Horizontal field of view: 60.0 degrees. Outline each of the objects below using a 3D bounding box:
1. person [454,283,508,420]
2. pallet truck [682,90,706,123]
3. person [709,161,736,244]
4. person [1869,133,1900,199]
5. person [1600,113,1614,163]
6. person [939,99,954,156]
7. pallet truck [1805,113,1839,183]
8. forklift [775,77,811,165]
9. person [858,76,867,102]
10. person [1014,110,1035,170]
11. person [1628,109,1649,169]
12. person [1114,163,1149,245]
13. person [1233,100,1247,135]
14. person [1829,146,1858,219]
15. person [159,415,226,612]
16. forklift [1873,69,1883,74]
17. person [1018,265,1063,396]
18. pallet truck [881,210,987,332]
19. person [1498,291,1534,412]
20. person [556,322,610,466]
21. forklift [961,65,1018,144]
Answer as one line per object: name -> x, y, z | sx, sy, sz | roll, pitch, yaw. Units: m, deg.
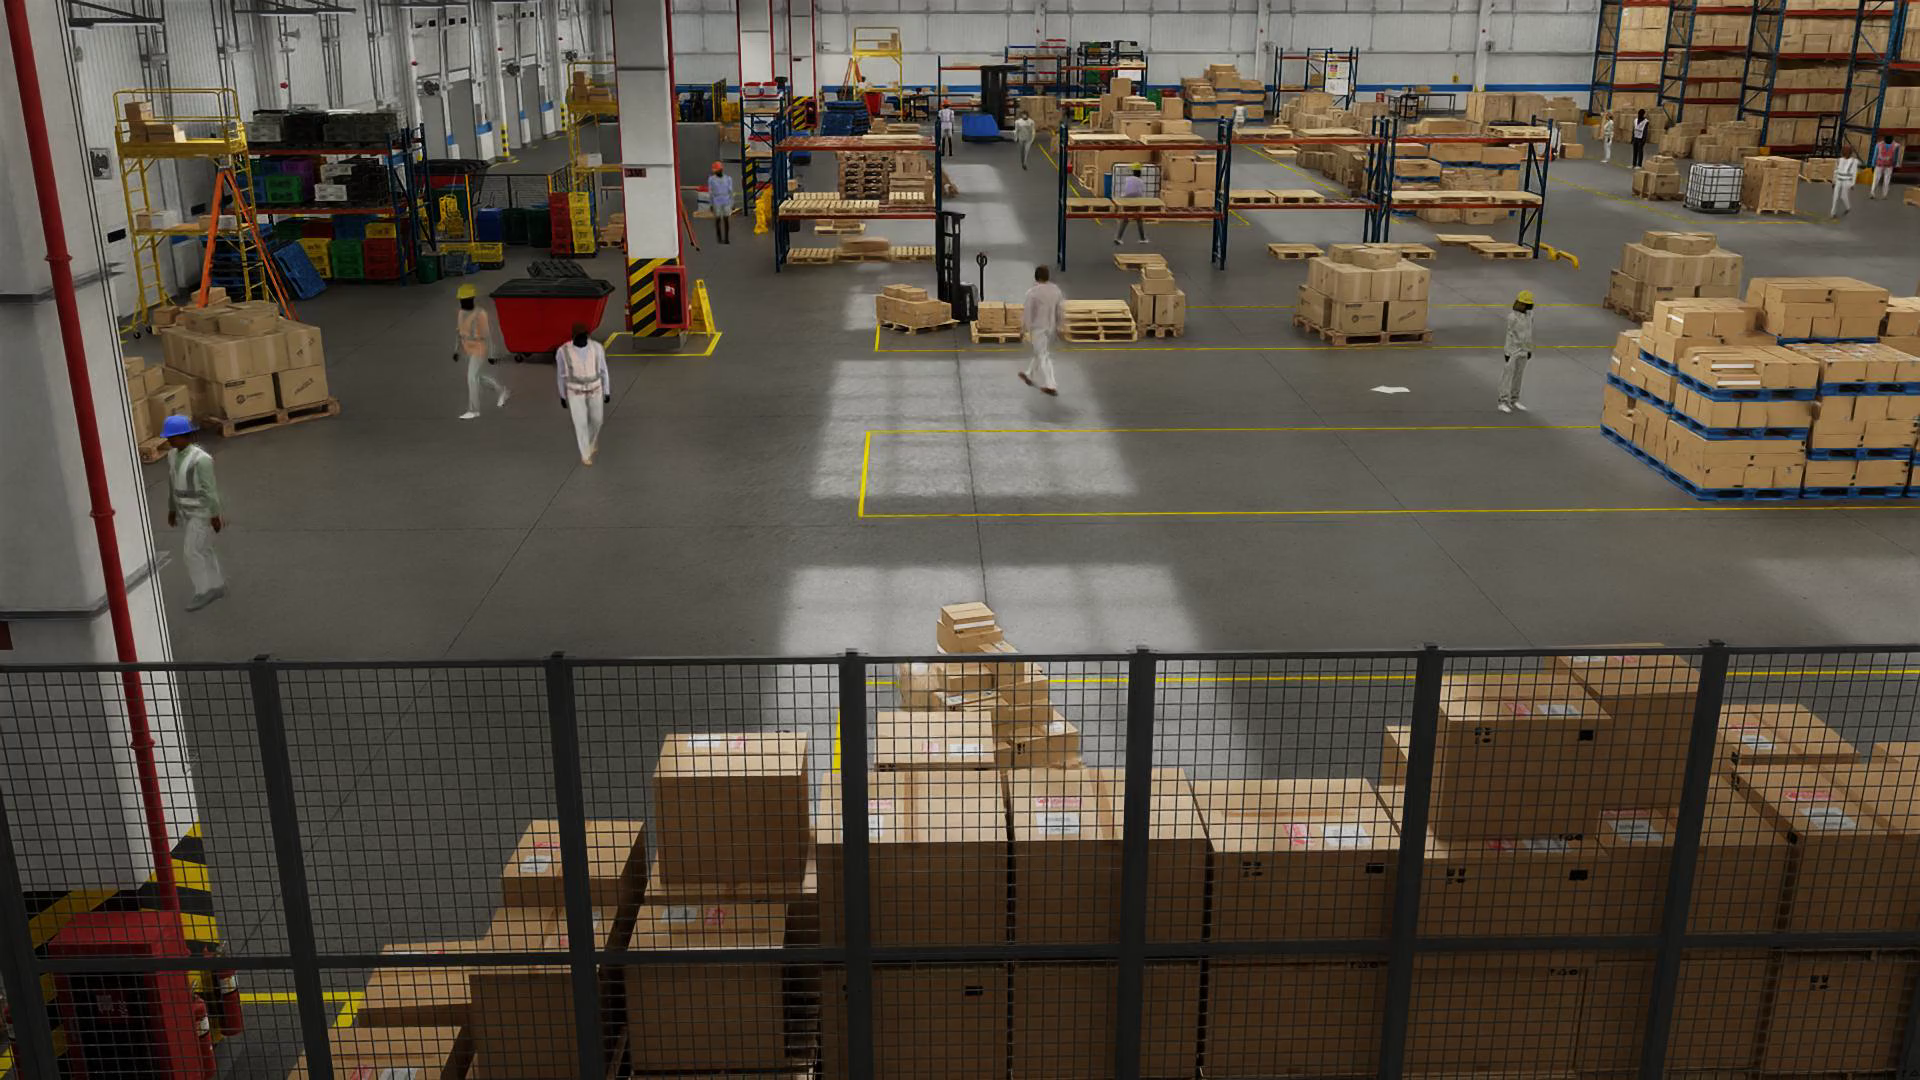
person -> -6.747, -2.682, 23.343 | 0.581, 1.901, 0.809 | 17, 25, 41
pallet truck -> -9.671, -15.907, 62.421 | 0.823, 1.965, 1.885 | 5, 19, 15
person -> -5.493, -7.806, 38.518 | 0.590, 1.905, 0.478 | -5, 19, -14
person -> 25.847, -10.459, 46.499 | 0.633, 1.841, 0.429 | 8, 20, 22
person -> 21.783, -13.520, 55.910 | 0.314, 1.629, 0.509 | 1, 19, 3
person -> -0.474, -14.350, 57.895 | 0.545, 1.938, 0.355 | -1, 19, -4
pallet truck -> 26.403, -11.957, 50.702 | 0.823, 1.965, 1.885 | 6, 19, 16
forklift -> -5.920, -13.893, 55.085 | 1.873, 2.768, 1.129 | -1, 19, -1
person -> -4.223, -19.090, 71.982 | 0.379, 1.932, 0.623 | 0, 19, -1
person -> 2.090, -12.990, 53.918 | 0.638, 1.910, 0.890 | 2, 19, 5
person -> 22.068, -13.023, 54.002 | 0.399, 1.911, 0.588 | -7, 20, -21
person -> 3.970, -7.780, 38.504 | 0.984, 1.882, 0.602 | -14, 23, -36
person -> 10.521, -15.724, 62.481 | 0.541, 1.591, 0.831 | 7, 20, 21
person -> 22.721, -9.178, 42.671 | 0.619, 1.862, 0.613 | -12, 22, -31
person -> -7.503, -0.259, 16.107 | 0.639, 1.922, 0.664 | 13, 23, 34
forklift -> 32.707, -15.444, 59.687 | 1.873, 2.768, 1.129 | 16, 25, 40
person -> 1.163, -3.142, 24.722 | 0.651, 1.882, 1.003 | -13, 23, -34
pallet truck -> -0.493, -4.759, 29.349 | 1.885, 1.965, 0.823 | -13, 23, -34
person -> 7.923, -2.676, 23.577 | 0.485, 1.736, 0.323 | -11, 21, -29
person -> -4.765, -1.871, 21.052 | 0.650, 1.827, 0.546 | -8, 20, -22
forklift -> 1.090, -16.329, 62.311 | 1.873, 2.768, 1.129 | -10, 21, -28
